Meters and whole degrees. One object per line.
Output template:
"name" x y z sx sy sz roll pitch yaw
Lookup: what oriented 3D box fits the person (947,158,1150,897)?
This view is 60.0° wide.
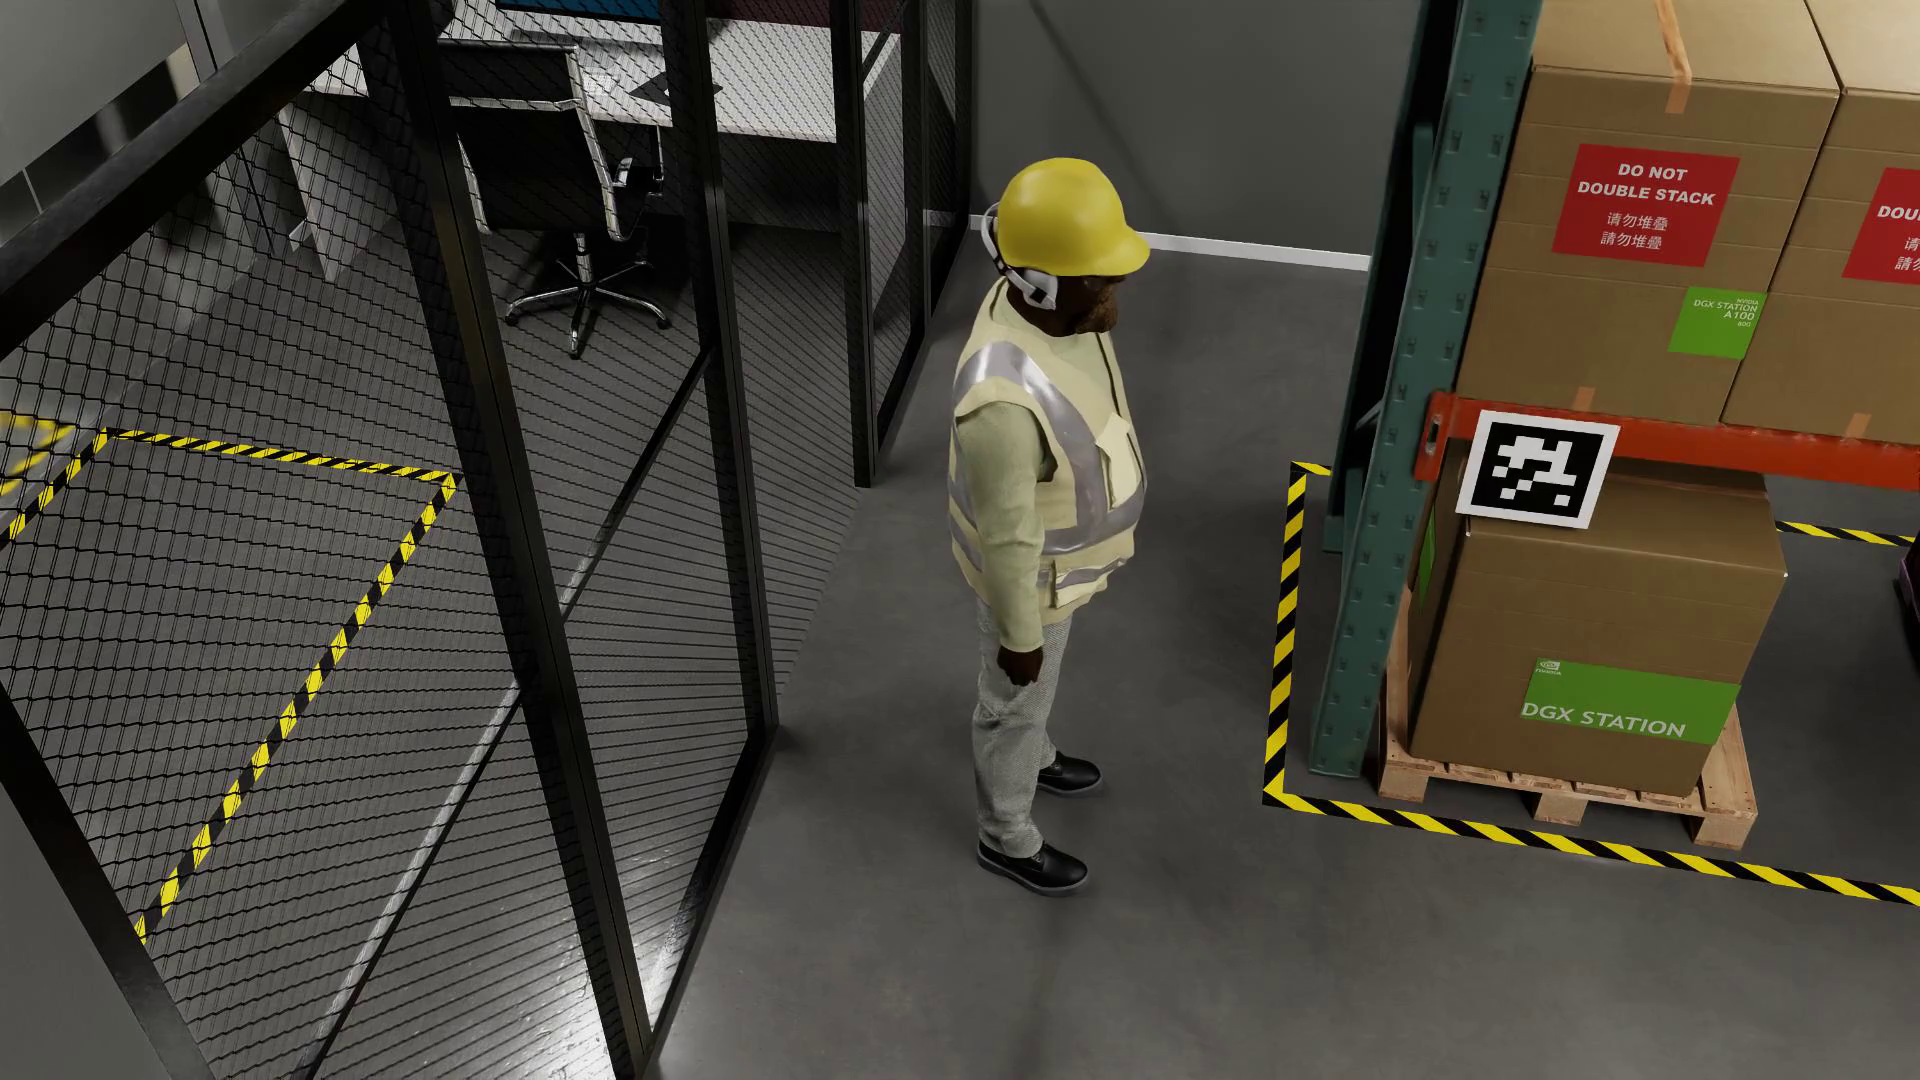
"person" 0.182 0.016 3.559 0.404 1.833 0.593 8 42 9
